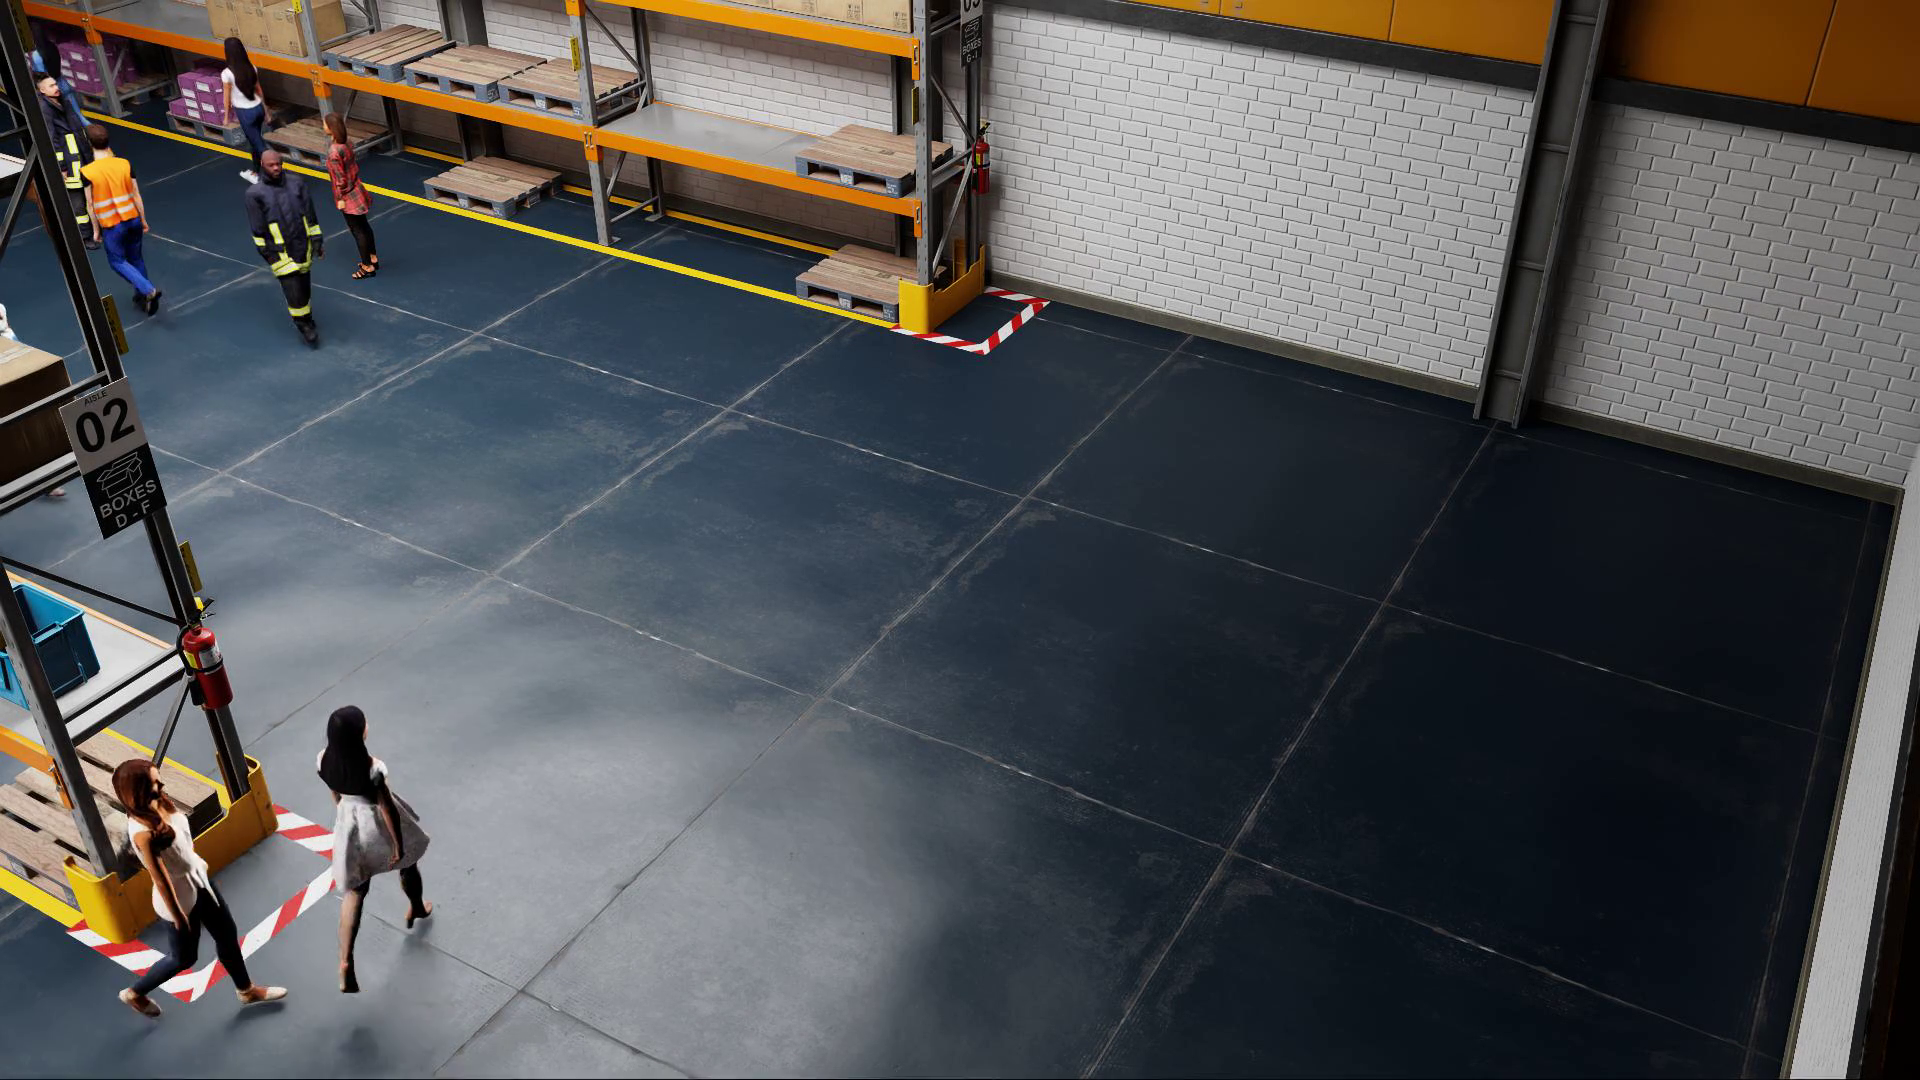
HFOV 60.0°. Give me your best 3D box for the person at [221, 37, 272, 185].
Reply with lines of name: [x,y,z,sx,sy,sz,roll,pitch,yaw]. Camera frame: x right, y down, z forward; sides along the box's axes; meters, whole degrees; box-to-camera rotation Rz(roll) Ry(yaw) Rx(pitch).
person: [-7.816,-4.676,18.515,0.993,1.745,0.656,13,36,19]

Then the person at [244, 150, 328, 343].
person: [-6.371,-2.838,15.704,0.926,1.796,1.091,-26,42,-33]

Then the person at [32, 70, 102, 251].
person: [-9.326,-4.009,17.408,0.841,1.860,0.852,4,34,6]

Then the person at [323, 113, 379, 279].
person: [-6.141,-3.474,16.745,0.717,1.702,0.699,0,34,-1]

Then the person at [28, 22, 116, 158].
person: [-10.365,-5.128,19.269,1.297,1.664,0.927,5,34,7]

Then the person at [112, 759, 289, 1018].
person: [-4.150,1.863,8.668,1.118,1.756,1.010,-6,34,-8]

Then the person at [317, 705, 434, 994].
person: [-3.222,1.663,8.976,1.145,1.747,0.948,6,34,9]

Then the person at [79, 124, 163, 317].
person: [-7.992,-3.004,15.887,0.980,1.869,0.753,23,40,31]
